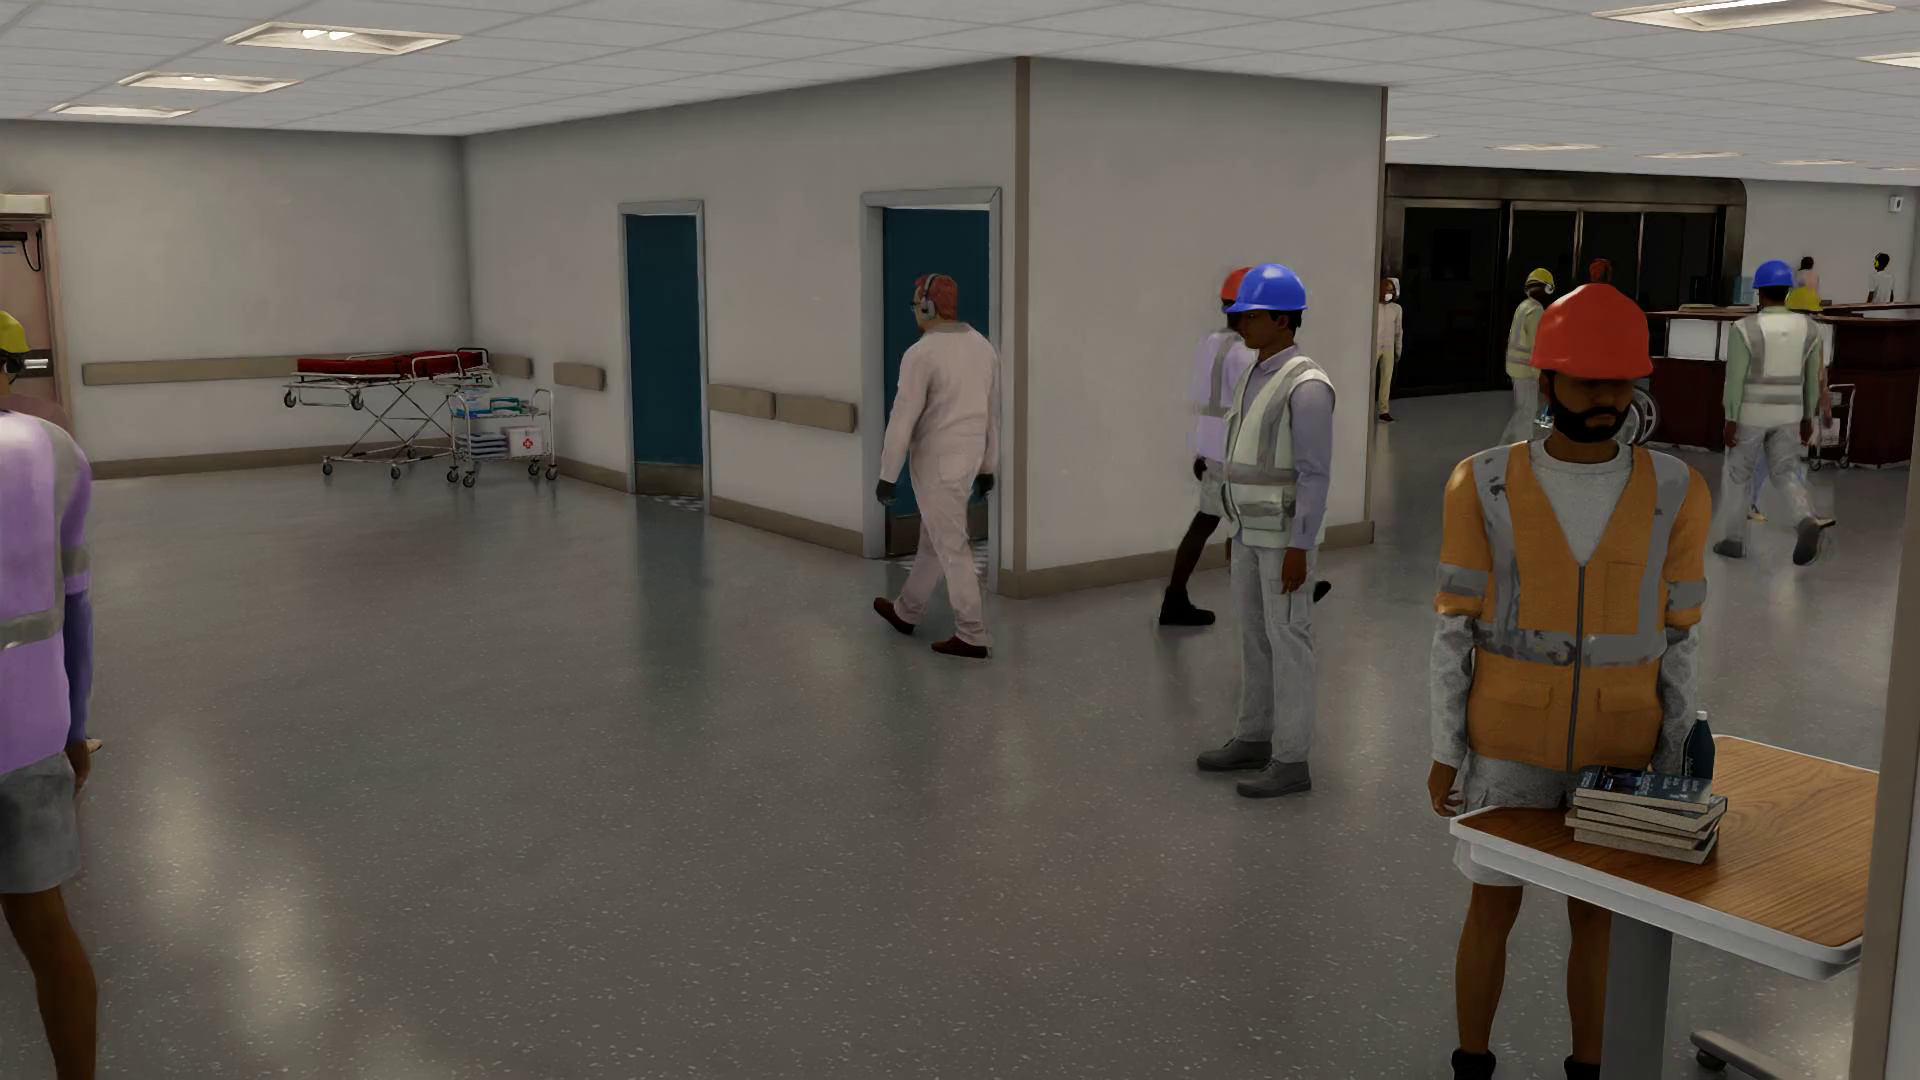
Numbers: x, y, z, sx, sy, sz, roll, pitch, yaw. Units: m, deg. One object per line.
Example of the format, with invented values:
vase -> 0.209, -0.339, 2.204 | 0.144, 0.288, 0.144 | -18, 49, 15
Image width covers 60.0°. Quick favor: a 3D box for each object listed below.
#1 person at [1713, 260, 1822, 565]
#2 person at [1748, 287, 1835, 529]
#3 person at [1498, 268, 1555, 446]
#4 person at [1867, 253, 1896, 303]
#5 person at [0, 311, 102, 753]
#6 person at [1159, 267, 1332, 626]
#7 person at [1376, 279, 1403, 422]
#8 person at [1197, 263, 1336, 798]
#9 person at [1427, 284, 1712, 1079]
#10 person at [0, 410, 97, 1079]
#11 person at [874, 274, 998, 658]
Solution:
person -> 5.110, -0.787, 10.438 | 0.620, 1.926, 0.793 | -1, 10, -4
person -> 5.901, -0.932, 11.818 | 0.527, 1.712, 0.950 | -4, 11, -23
person -> 4.959, -1.465, 14.570 | 0.465, 1.811, 0.760 | 2, 10, 13
person -> 14.579, -3.621, 26.441 | 0.521, 1.874, 0.328 | -2, 10, -13
person -> -3.657, 0.005, 6.427 | 0.531, 1.768, 0.311 | -2, 10, -9
person -> 1.514, -0.470, 8.734 | 0.986, 1.883, 0.573 | 0, 10, -2
person -> 4.780, -2.145, 18.877 | 0.505, 1.628, 0.286 | -2, 10, -12
person -> 1.145, -0.035, 6.140 | 0.391, 1.948, 0.606 | -3, 11, -16
person -> 1.287, 0.431, 3.559 | 0.552, 1.937, 0.358 | 2, 10, 12
person -> -2.052, 0.414, 3.420 | 0.409, 2.030, 0.610 | 3, 11, 16
person -> -0.181, -0.375, 8.269 | 0.877, 1.862, 0.658 | 7, 12, 35
